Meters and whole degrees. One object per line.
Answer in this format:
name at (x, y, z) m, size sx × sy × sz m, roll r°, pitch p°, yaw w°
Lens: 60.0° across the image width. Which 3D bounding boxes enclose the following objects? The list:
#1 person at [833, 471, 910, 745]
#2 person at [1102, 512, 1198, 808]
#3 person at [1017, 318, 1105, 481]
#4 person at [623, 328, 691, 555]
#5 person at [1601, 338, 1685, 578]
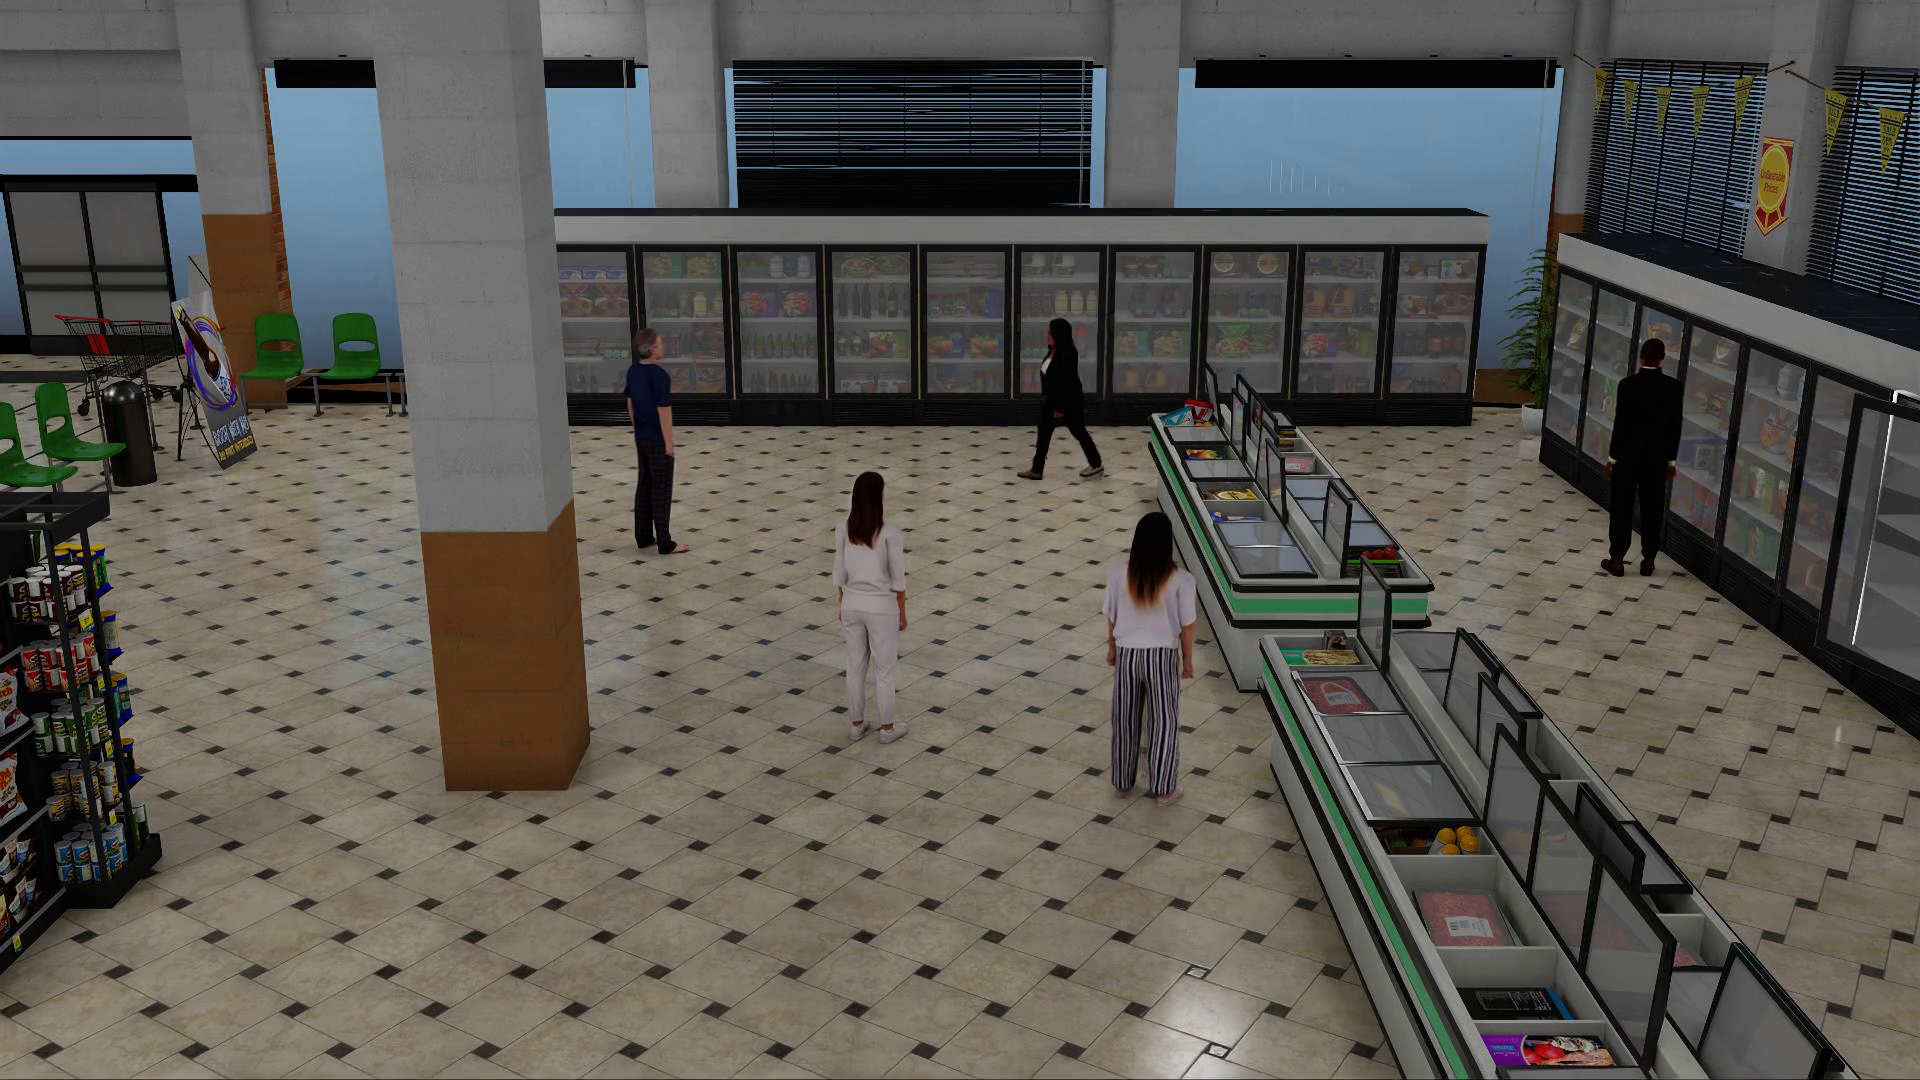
person at (-0.539, 0.405, 10.055) m, size 0.667 × 1.688 × 0.635 m, roll 6°, pitch 18°, yaw 18°
person at (1.042, 0.654, 9.252) m, size 0.779 × 1.679 × 0.772 m, roll 7°, pitch 18°, yaw 22°
person at (1.076, -1.315, 15.919) m, size 1.000 × 1.573 × 1.150 m, roll -7°, pitch 18°, yaw -21°
person at (-2.541, -0.825, 13.790) m, size 0.786 × 1.871 × 0.725 m, roll -16°, pitch 23°, yaw -42°
person at (5.401, -0.656, 13.177) m, size 0.729 × 1.904 × 0.654 m, roll 2°, pitch 17°, yaw 8°
